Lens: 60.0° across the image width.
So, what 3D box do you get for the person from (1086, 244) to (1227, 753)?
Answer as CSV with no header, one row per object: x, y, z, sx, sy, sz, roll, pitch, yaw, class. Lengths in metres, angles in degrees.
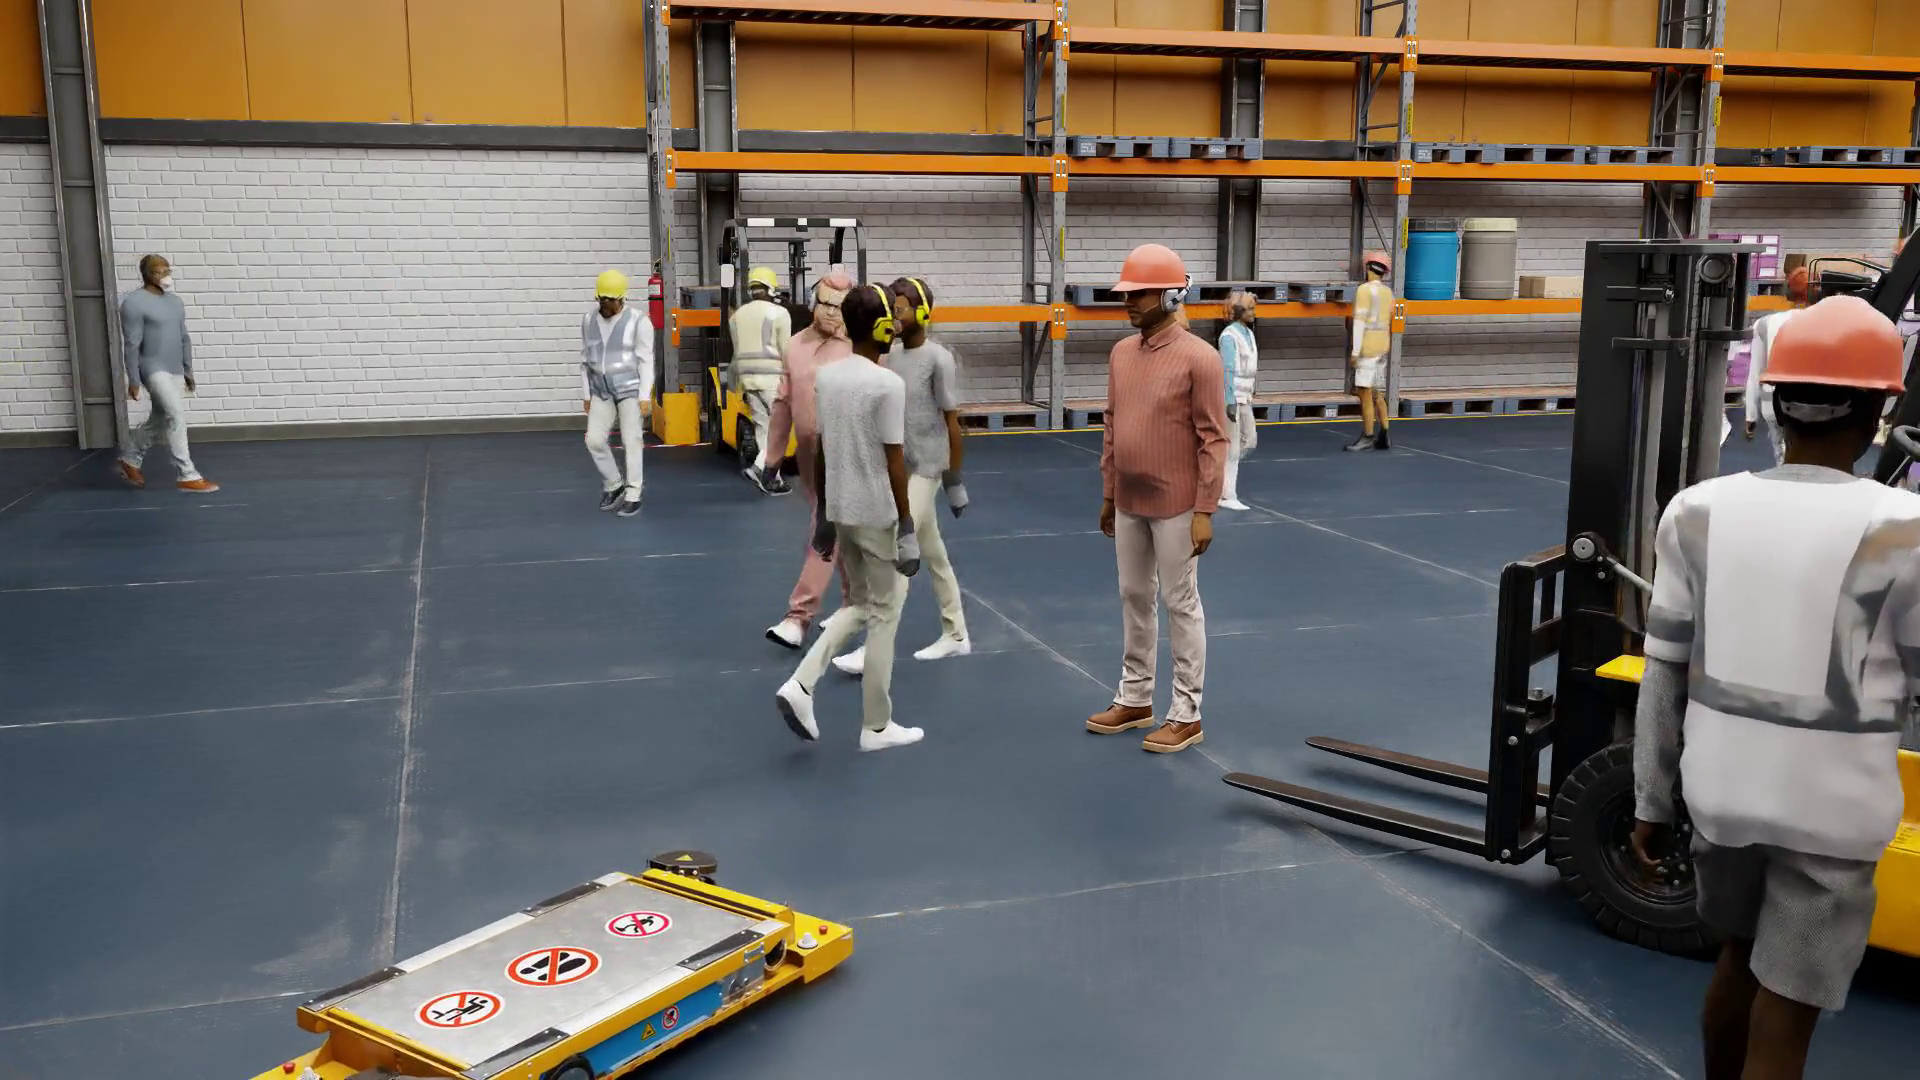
0.764,-0.160,6.574,0.397,1.992,0.622,-8,13,-36,person

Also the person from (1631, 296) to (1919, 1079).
1.646,0.500,3.207,0.771,1.908,0.572,-8,13,-36,person

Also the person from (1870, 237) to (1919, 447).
8.957,-1.870,15.863,0.656,2.022,0.564,3,11,18,person

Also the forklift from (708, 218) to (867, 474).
-1.522,-1.778,14.899,1.214,2.155,2.313,-3,11,-17,forklift

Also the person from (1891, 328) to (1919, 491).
4.668,-0.360,7.749,0.930,1.953,0.640,3,11,16,person

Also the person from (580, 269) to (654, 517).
-2.486,-1.065,12.044,0.630,1.800,0.438,3,11,17,person

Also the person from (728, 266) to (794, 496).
-1.538,-1.213,12.914,0.625,1.798,0.576,7,12,32,person

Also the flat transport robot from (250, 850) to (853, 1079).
-0.967,1.134,4.205,0.652,0.197,1.431,7,13,34,flat transport robot

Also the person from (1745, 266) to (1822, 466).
5.258,-0.804,10.533,0.959,1.848,0.589,-7,12,-34,person

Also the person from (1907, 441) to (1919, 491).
3.286,0.092,5.677,0.783,1.811,0.593,2,10,9,person

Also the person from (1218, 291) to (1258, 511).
2.000,-1.031,12.367,0.423,1.630,0.520,6,12,31,person

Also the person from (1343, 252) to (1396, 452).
3.902,-1.758,15.671,0.391,1.885,0.625,8,13,38,person

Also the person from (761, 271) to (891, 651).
-0.696,-0.391,8.232,0.688,1.844,0.986,8,13,37,person

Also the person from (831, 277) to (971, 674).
-0.305,-0.294,7.765,0.902,1.832,0.520,-6,12,-28,person

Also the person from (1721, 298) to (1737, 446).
7.009,-1.771,15.707,0.443,1.893,0.649,-3,11,-14,person

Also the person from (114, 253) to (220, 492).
-6.416,-1.328,13.242,0.959,1.908,0.640,2,11,12,person

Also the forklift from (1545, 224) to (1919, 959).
2.909,0.117,4.508,2.313,2.155,1.214,9,14,40,forklift

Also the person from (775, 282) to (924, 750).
-0.402,-0.063,6.438,0.531,1.854,0.528,-8,13,-39,person

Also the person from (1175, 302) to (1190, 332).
1.339,-0.713,10.597,0.504,1.632,0.270,-5,11,-26,person
